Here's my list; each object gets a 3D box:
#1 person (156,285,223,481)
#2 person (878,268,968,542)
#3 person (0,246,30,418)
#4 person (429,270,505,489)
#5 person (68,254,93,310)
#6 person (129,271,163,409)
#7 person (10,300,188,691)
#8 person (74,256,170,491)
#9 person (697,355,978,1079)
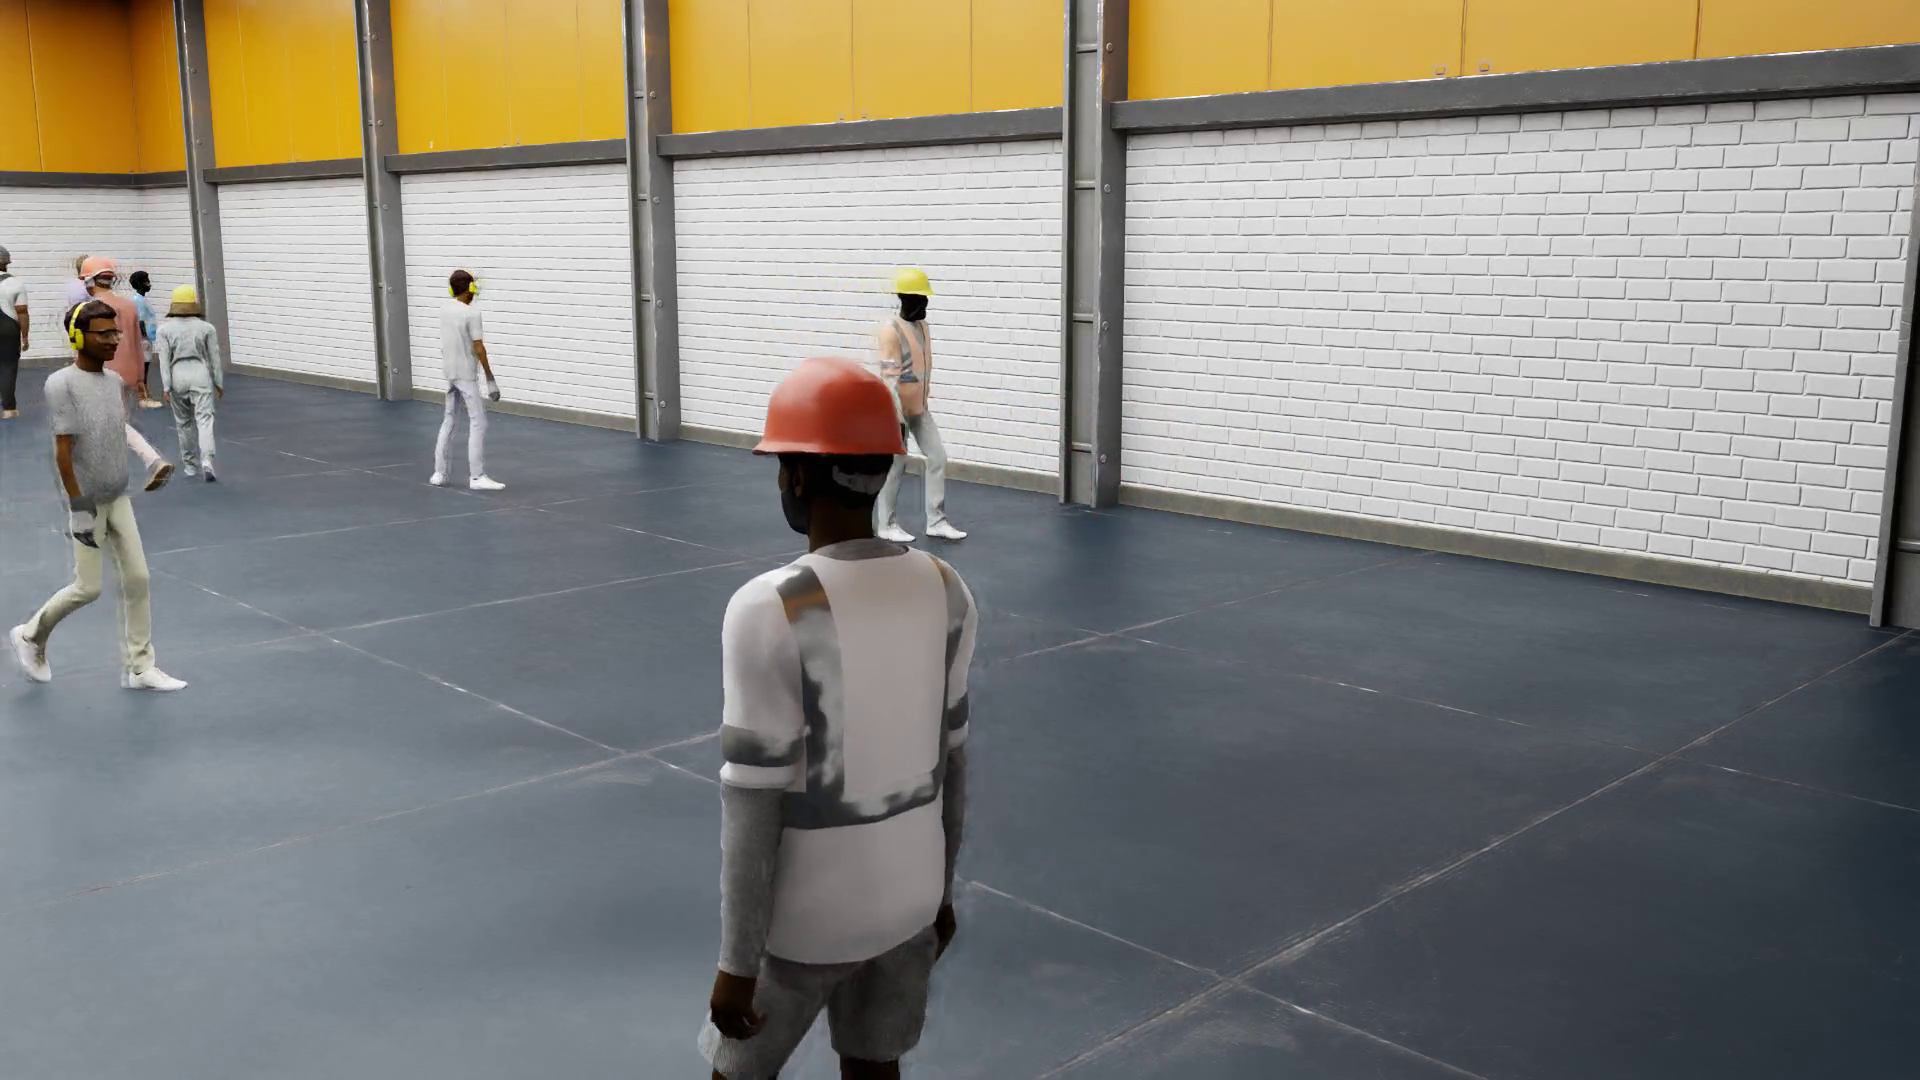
[{"bbox_3d":[-6.730,-1.377,14.568,0.497,1.708,0.861,-5,11,-25],"label":"person"},{"bbox_3d":[-0.265,-0.905,11.441,0.773,1.900,0.624,6,12,29],"label":"person"},{"bbox_3d":[-11.265,-2.452,19.517,0.713,2.000,0.542,-1,10,-8],"label":"person"},{"bbox_3d":[-4.215,-1.346,14.032,0.792,1.846,0.404,7,13,35],"label":"person"},{"bbox_3d":[-9.451,-2.144,18.142,0.436,1.925,0.656,-3,11,-18],"label":"person"},{"bbox_3d":[-10.074,-2.469,20.542,0.321,1.697,0.529,-5,11,-25],"label":"person"},{"bbox_3d":[-4.063,-0.186,7.713,0.751,1.848,0.518,2,11,13],"label":"person"},{"bbox_3d":[-6.807,-1.292,13.394,0.537,1.974,0.635,2,11,9],"label":"person"},{"bbox_3d":[-0.229,0.635,3.004,0.398,1.921,0.582,10,14,44],"label":"person"}]
